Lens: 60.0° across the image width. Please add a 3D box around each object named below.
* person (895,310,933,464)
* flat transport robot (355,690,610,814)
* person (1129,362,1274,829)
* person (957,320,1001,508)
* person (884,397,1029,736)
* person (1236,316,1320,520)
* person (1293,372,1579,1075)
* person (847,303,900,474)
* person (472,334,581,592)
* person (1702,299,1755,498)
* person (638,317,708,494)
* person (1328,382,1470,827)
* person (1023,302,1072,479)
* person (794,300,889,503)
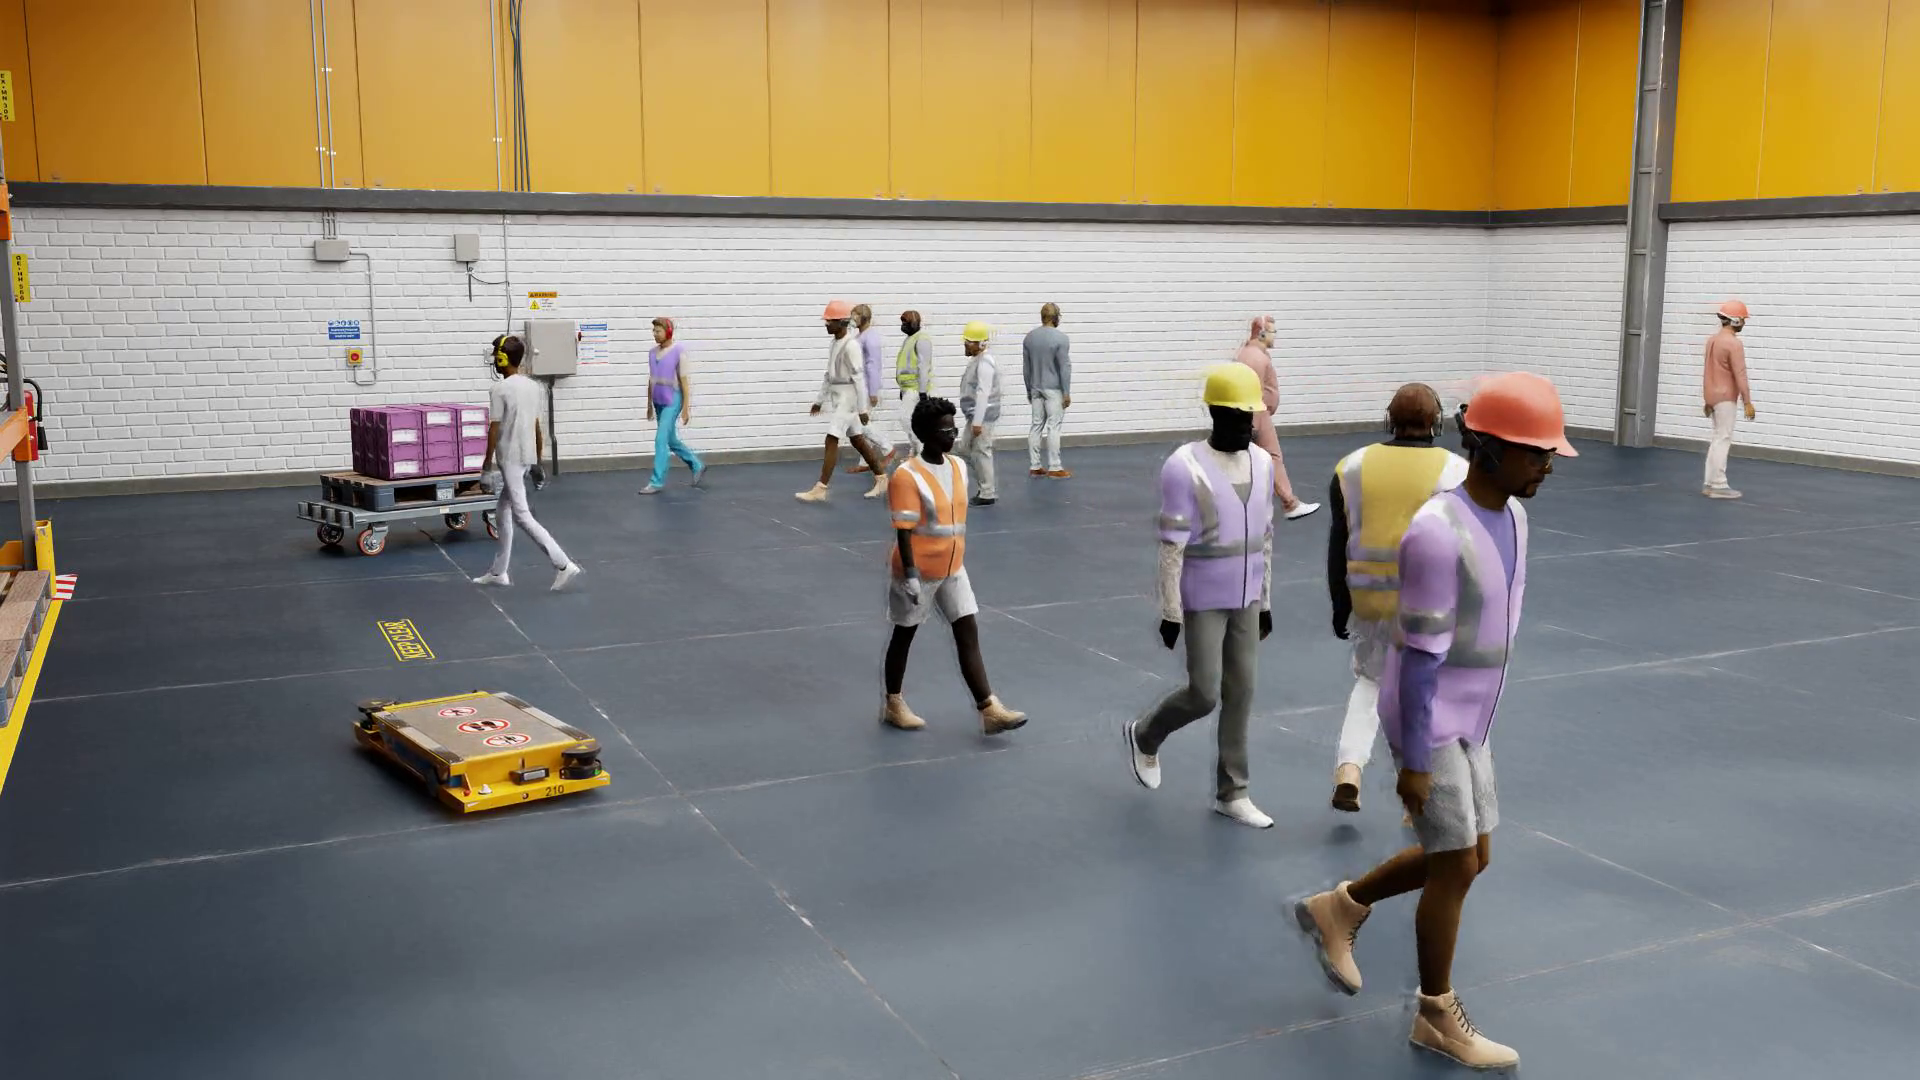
[{"bbox_3d":[-0.555,-1.766,19.410,0.456,1.825,0.649,-3,10,-18],"label":"person"},{"bbox_3d":[-2.199,0.920,7.553,0.652,0.197,1.431,-7,11,-36],"label":"flat transport robot"},{"bbox_3d":[1.029,0.212,6.889,0.585,1.910,0.622,-6,11,-35],"label":"person"},{"bbox_3d":[0.179,-1.189,15.870,0.422,1.809,0.617,-1,9,-4],"label":"person"},{"bbox_3d":[-0.068,0.149,8.008,0.852,1.655,0.553,8,12,41],"label":"person"},{"bbox_3d":[2.776,-1.098,15.151,0.973,1.856,0.659,-1,9,-4],"label":"person"},{"bbox_3d":[1.353,0.508,4.781,0.731,2.007,0.616,8,12,39],"label":"person"},{"bbox_3d":[-1.021,-1.675,18.562,0.496,1.926,0.634,-2,9,-11],"label":"person"},{"bbox_3d":[-3.115,-0.539,11.792,0.916,1.837,0.530,3,10,18],"label":"person"},{"bbox_3d":[7.680,-1.410,16.684,0.418,1.990,0.629,1,9,3],"label":"person"},{"bbox_3d":[-2.979,-1.399,17.195,0.880,1.811,0.578,-9,13,-44],"label":"person"},{"bbox_3d":[1.799,0.278,6.727,0.649,1.829,0.465,6,11,33],"label":"person"},{"bbox_3d":[0.965,-1.633,18.236,0.635,1.936,0.355,9,13,43],"label":"person"},{"bbox_3d":[-1.111,-1.362,16.404,1.036,2.001,0.616,-3,9,-15],"label":"person"}]
